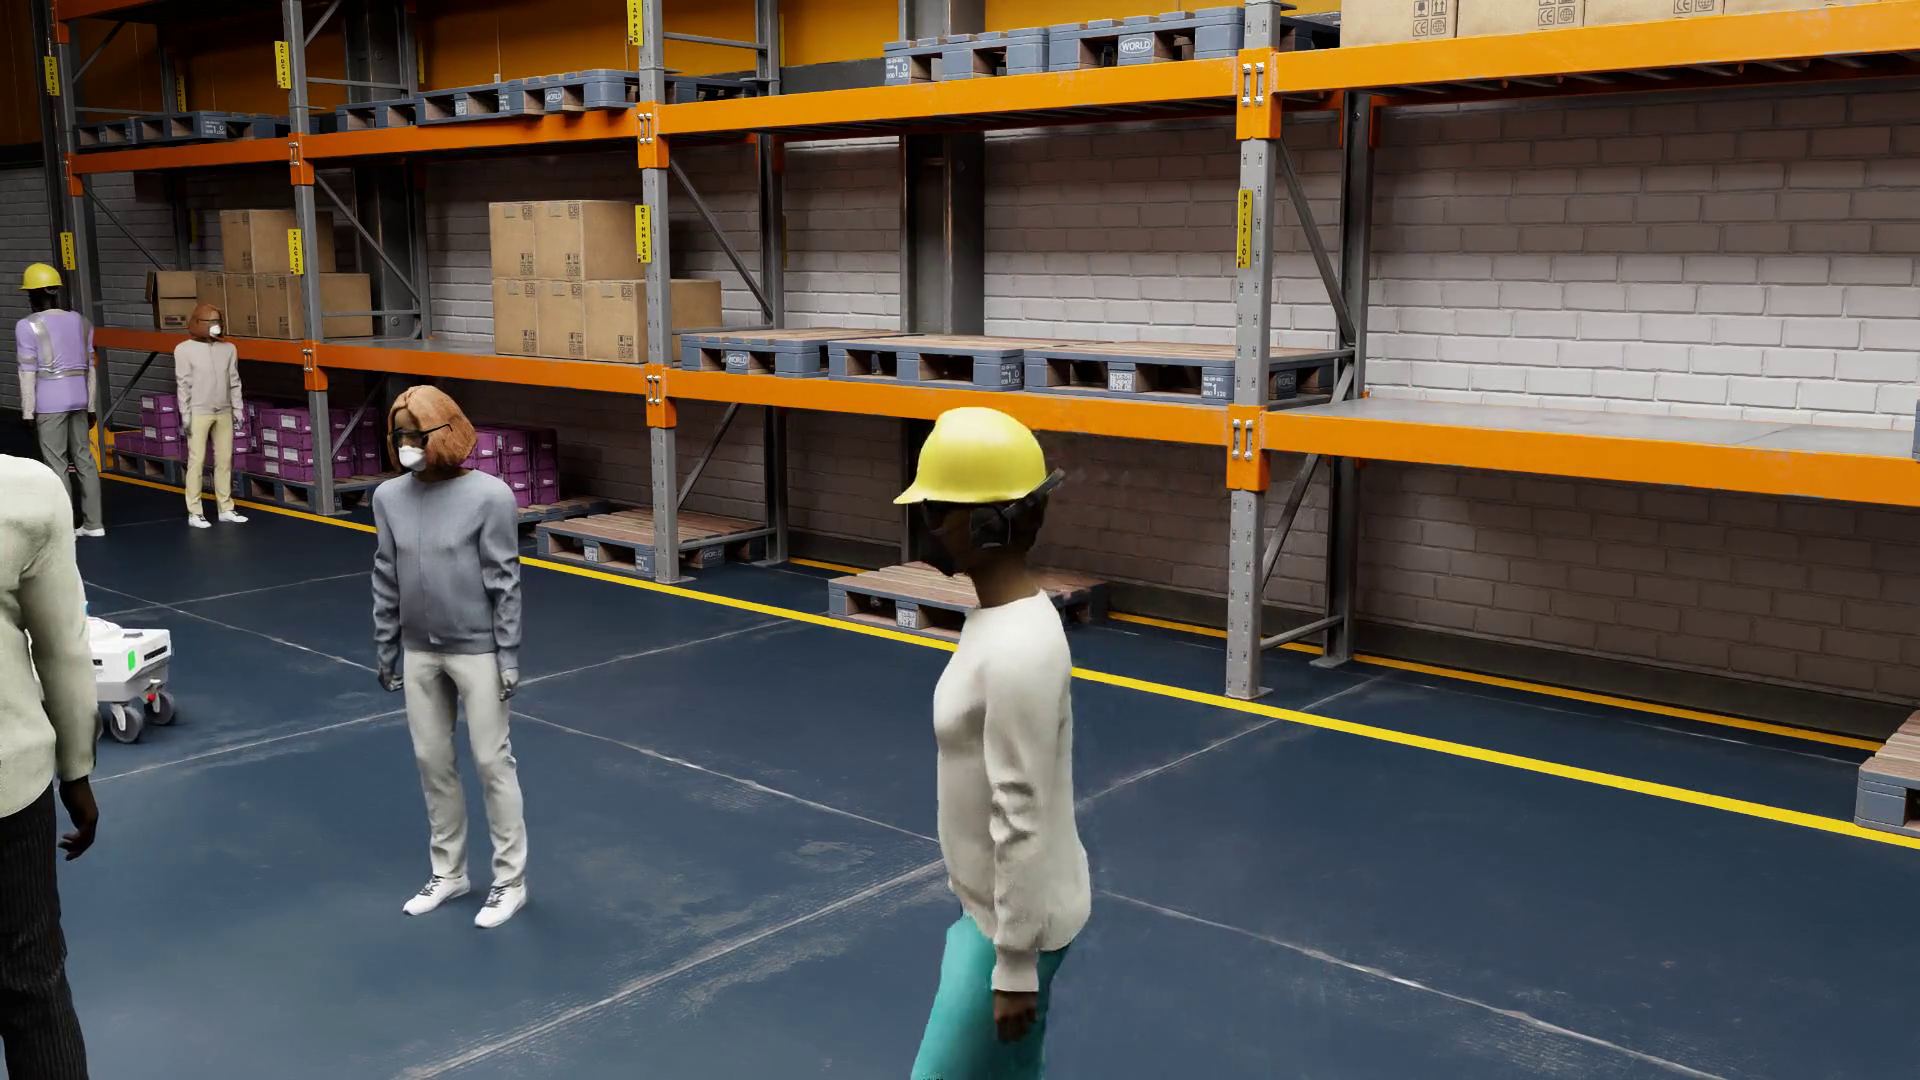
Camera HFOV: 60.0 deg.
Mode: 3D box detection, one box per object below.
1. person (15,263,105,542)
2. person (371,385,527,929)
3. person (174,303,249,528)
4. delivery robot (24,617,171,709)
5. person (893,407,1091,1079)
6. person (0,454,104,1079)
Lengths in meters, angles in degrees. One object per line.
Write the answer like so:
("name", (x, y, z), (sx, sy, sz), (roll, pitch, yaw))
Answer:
("person", (-6.225, -0.936, 11.468), (0.401, 1.919, 0.588), (4, 11, 20))
("person", (-1.540, 0.347, 5.000), (0.507, 1.623, 0.294), (3, 10, 18))
("person", (-5.456, -0.904, 12.121), (0.282, 1.629, 0.499), (6, 12, 32))
("delivery robot", (-3.682, 0.495, 6.922), (0.707, 0.478, 0.477), (0, 10, 3))
("person", (0.064, 0.645, 2.920), (0.373, 1.753, 0.542), (0, 10, -1))
("person", (-1.974, 0.478, 3.183), (0.610, 1.997, 0.375), (-8, 13, -37))
